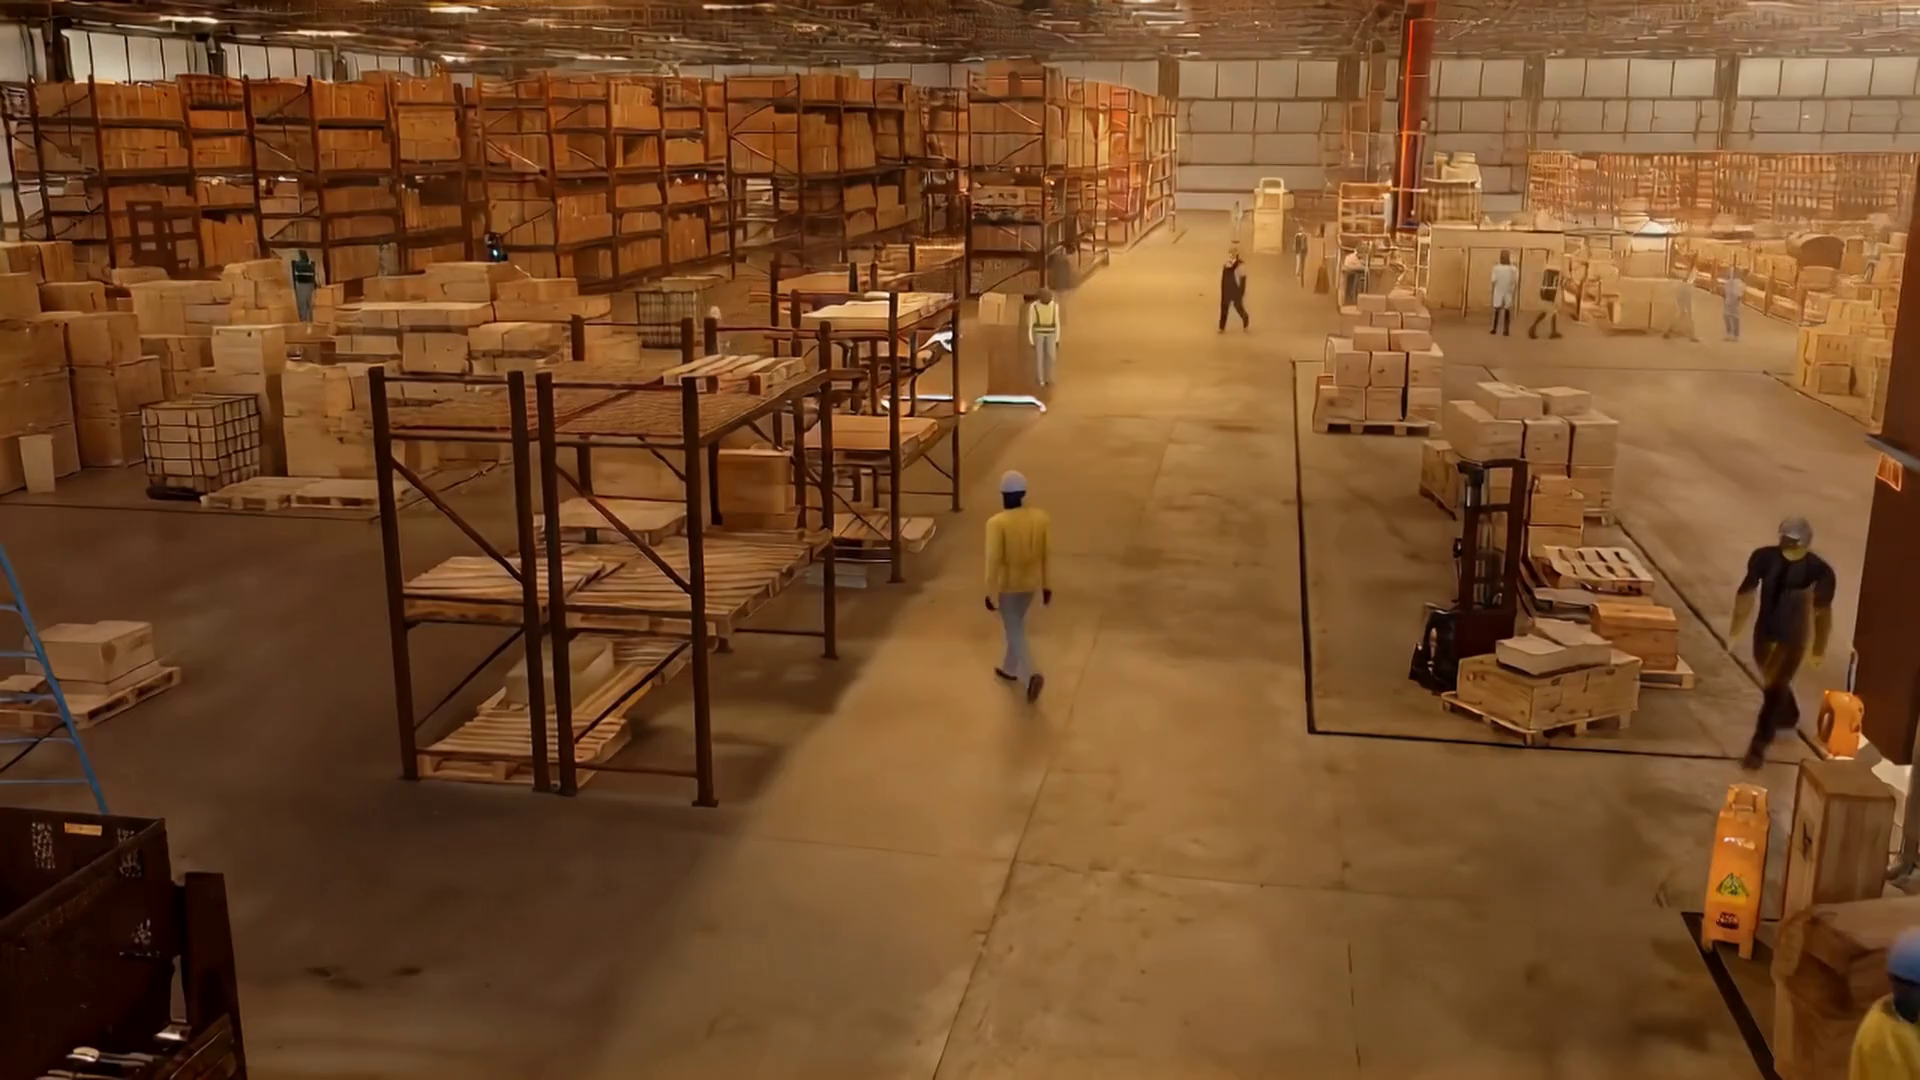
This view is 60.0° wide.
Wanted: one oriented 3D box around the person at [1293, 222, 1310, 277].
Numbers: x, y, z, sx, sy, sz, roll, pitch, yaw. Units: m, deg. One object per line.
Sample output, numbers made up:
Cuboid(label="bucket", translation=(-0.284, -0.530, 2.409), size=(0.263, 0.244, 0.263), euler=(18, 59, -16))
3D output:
Cuboid(label="person", translation=(10.870, -9.232, 53.026), size=(0.527, 1.759, 0.598), euler=(3, 14, 13))

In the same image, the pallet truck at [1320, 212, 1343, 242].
Cuboid(label="pallet truck", translation=(15.874, -13.227, 70.310), size=(0.680, 1.201, 1.601), euler=(10, 17, 35))

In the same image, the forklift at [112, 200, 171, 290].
Cuboid(label="forklift", translation=(-21.373, -7.545, 43.838), size=(1.129, 2.768, 1.873), euler=(3, 14, 10))

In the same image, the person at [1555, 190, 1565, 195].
Cuboid(label="person", translation=(31.742, -17.929, 88.200), size=(0.580, 1.804, 0.546), euler=(10, 17, 35))

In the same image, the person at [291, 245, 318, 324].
Cuboid(label="person", translation=(-15.927, -6.213, 40.437), size=(0.590, 1.910, 0.389), euler=(-11, 18, -39))

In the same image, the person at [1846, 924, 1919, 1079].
Cuboid(label="person", translation=(3.362, 2.253, 6.102), size=(0.976, 1.895, 0.559), euler=(10, 17, 36))

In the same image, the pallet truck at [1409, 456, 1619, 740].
Cuboid(label="pallet truck", translation=(4.504, 0.400, 13.395), size=(0.823, 1.965, 1.885), euler=(-6, 15, -23))

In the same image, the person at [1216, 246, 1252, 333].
Cuboid(label="person", translation=(6.403, -5.850, 38.682), size=(0.923, 2.000, 0.686), euler=(-10, 17, -36))

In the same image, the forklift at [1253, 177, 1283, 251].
Cuboid(label="forklift", translation=(12.083, -12.747, 64.956), size=(1.129, 2.768, 1.873), euler=(3, 14, 10))

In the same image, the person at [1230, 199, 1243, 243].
Cuboid(label="person", translation=(11.587, -13.379, 69.709), size=(0.404, 1.824, 0.591), euler=(-10, 17, -36))

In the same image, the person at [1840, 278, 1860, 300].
Cuboid(label="person", translation=(17.766, -4.329, 33.114), size=(0.547, 1.733, 0.800), euler=(-11, 17, -37))

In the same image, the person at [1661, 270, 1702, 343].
Cuboid(label="person", translation=(16.075, -5.197, 36.936), size=(0.828, 1.596, 0.503), euler=(9, 16, 32))

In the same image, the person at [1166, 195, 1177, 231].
Cuboid(label="person", translation=(9.811, -15.215, 77.484), size=(0.567, 1.666, 0.368), euler=(10, 17, 35))

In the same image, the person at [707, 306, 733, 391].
Cuboid(label="person", translation=(-4.244, -3.360, 29.486), size=(0.519, 1.591, 0.869), euler=(3, 14, 11))

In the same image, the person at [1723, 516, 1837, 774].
Cuboid(label="person", translation=(6.097, 0.724, 12.329), size=(1.031, 1.893, 0.646), euler=(-9, 16, -32))

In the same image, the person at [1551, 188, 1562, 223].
Cuboid(label="person", translation=(28.535, -15.888, 79.669), size=(0.597, 1.925, 0.639), euler=(-7, 15, -26))

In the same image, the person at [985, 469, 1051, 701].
Cuboid(label="person", translation=(0.501, 0.362, 13.793), size=(0.587, 1.892, 0.894), euler=(-7, 16, -27))

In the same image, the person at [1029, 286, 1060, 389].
Cuboid(label="person", translation=(1.542, -3.681, 30.230), size=(0.599, 1.866, 0.418), euler=(-4, 14, -14))

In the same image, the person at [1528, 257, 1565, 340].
Cuboid(label="person", translation=(13.191, -5.420, 37.303), size=(0.965, 1.874, 0.583), euler=(-6, 15, -25))

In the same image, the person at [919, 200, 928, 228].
Cuboid(label="person", translation=(-1.672, -14.465, 74.162), size=(0.608, 1.791, 0.867), euler=(1, 14, 5))

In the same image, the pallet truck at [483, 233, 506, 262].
Cuboid(label="pallet truck", translation=(-11.832, -7.026, 43.548), size=(1.885, 1.965, 0.823), euler=(8, 16, 28))

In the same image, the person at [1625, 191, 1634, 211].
Cuboid(label="person", translation=(32.434, -16.058, 80.575), size=(0.404, 1.824, 0.586), euler=(-7, 15, -25))

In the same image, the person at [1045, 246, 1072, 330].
Cuboid(label="person", translation=(2.296, -5.877, 38.922), size=(0.600, 1.975, 0.441), euler=(12, 18, 40))

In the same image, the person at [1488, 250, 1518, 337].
Cuboid(label="person", translation=(12.380, -5.622, 37.925), size=(0.610, 1.956, 0.389), euler=(11, 18, 38))

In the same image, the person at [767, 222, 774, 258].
Cuboid(label="person", translation=(-6.906, -11.275, 61.449), size=(0.600, 1.678, 0.547), euler=(-10, 17, -34))

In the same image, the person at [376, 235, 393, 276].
Cuboid(label="person", translation=(-15.701, -7.407, 45.416), size=(0.429, 1.842, 0.633), euler=(-8, 16, -29))

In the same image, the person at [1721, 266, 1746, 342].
Cuboid(label="person", translation=(17.200, -5.221, 36.893), size=(0.568, 1.669, 0.397), euler=(-7, 16, -28))
